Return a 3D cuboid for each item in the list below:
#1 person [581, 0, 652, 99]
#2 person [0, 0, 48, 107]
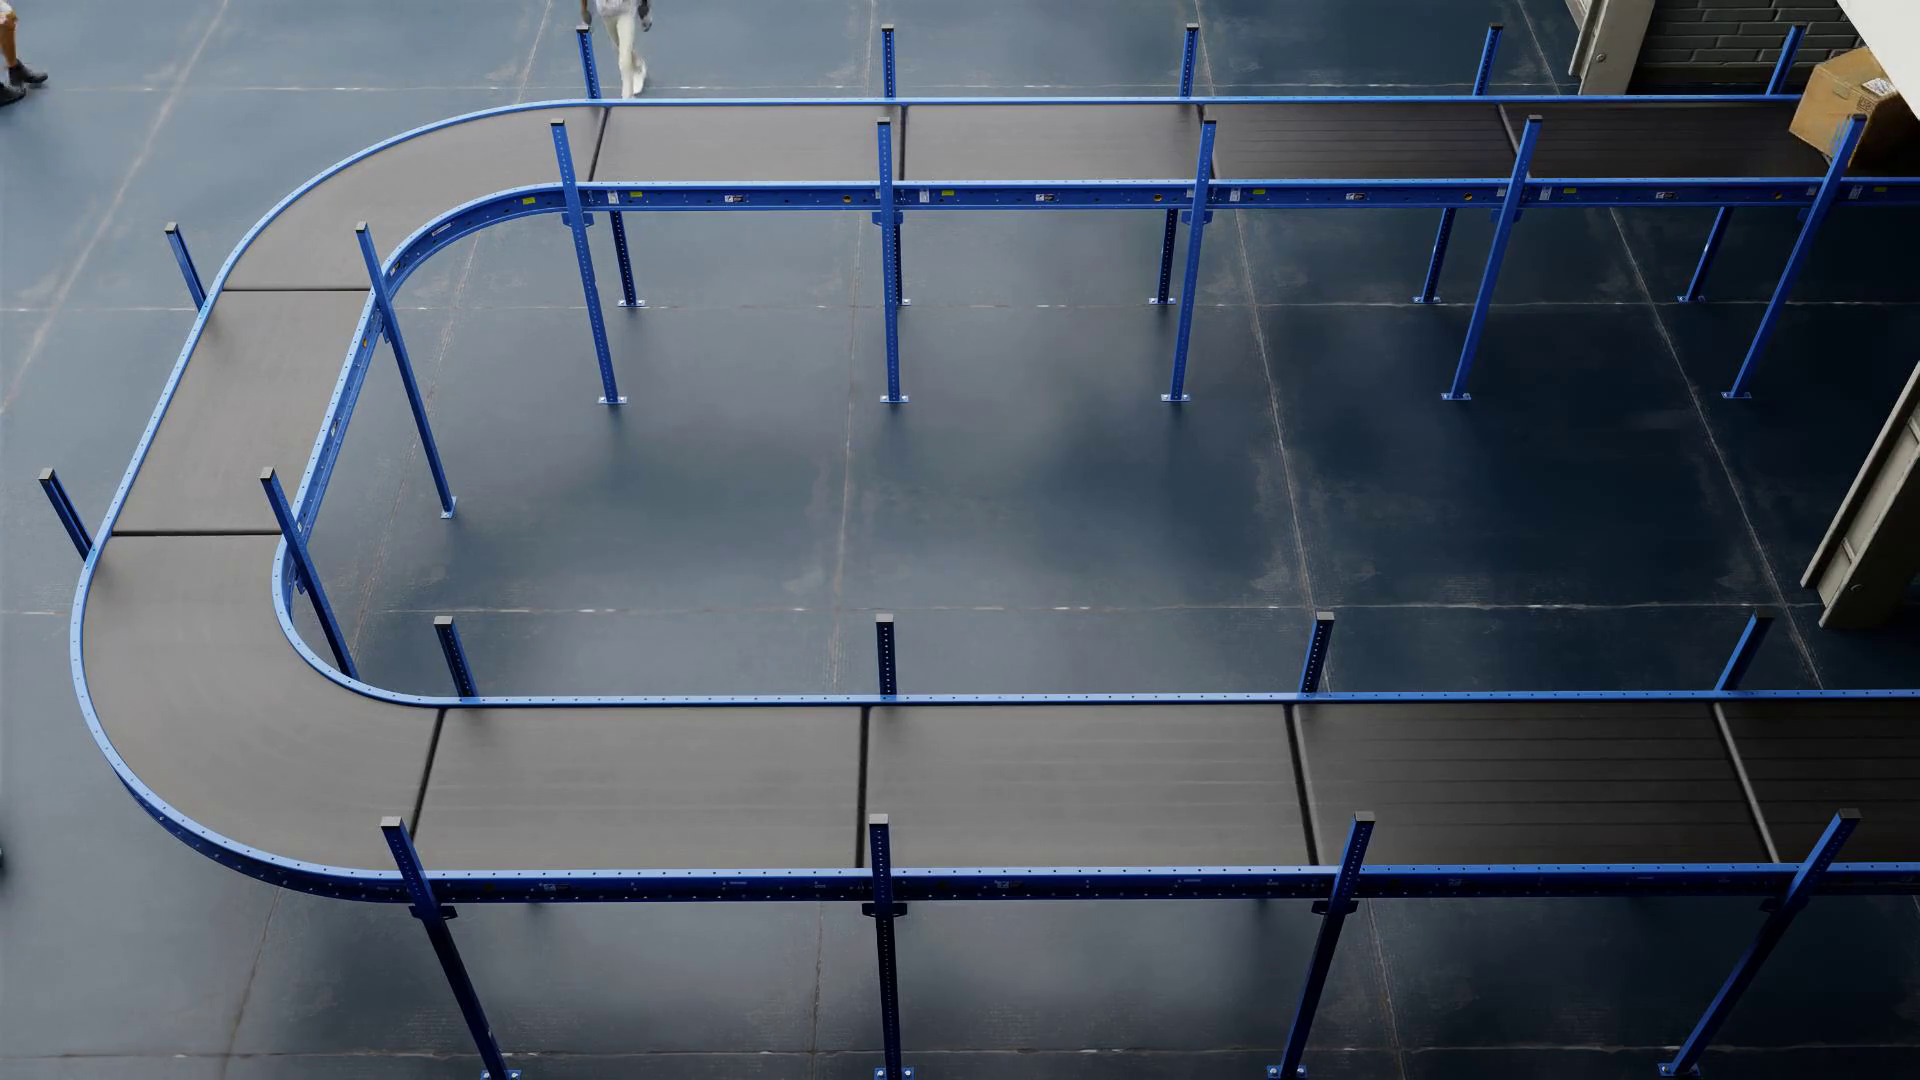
[{"bbox_3d":[-2.827,-4.344,14.092,0.542,1.824,0.991,6,47,5],"label":"person"},{"bbox_3d":[-8.042,-4.459,14.153,0.636,1.880,0.581,-28,53,-24],"label":"person"}]
